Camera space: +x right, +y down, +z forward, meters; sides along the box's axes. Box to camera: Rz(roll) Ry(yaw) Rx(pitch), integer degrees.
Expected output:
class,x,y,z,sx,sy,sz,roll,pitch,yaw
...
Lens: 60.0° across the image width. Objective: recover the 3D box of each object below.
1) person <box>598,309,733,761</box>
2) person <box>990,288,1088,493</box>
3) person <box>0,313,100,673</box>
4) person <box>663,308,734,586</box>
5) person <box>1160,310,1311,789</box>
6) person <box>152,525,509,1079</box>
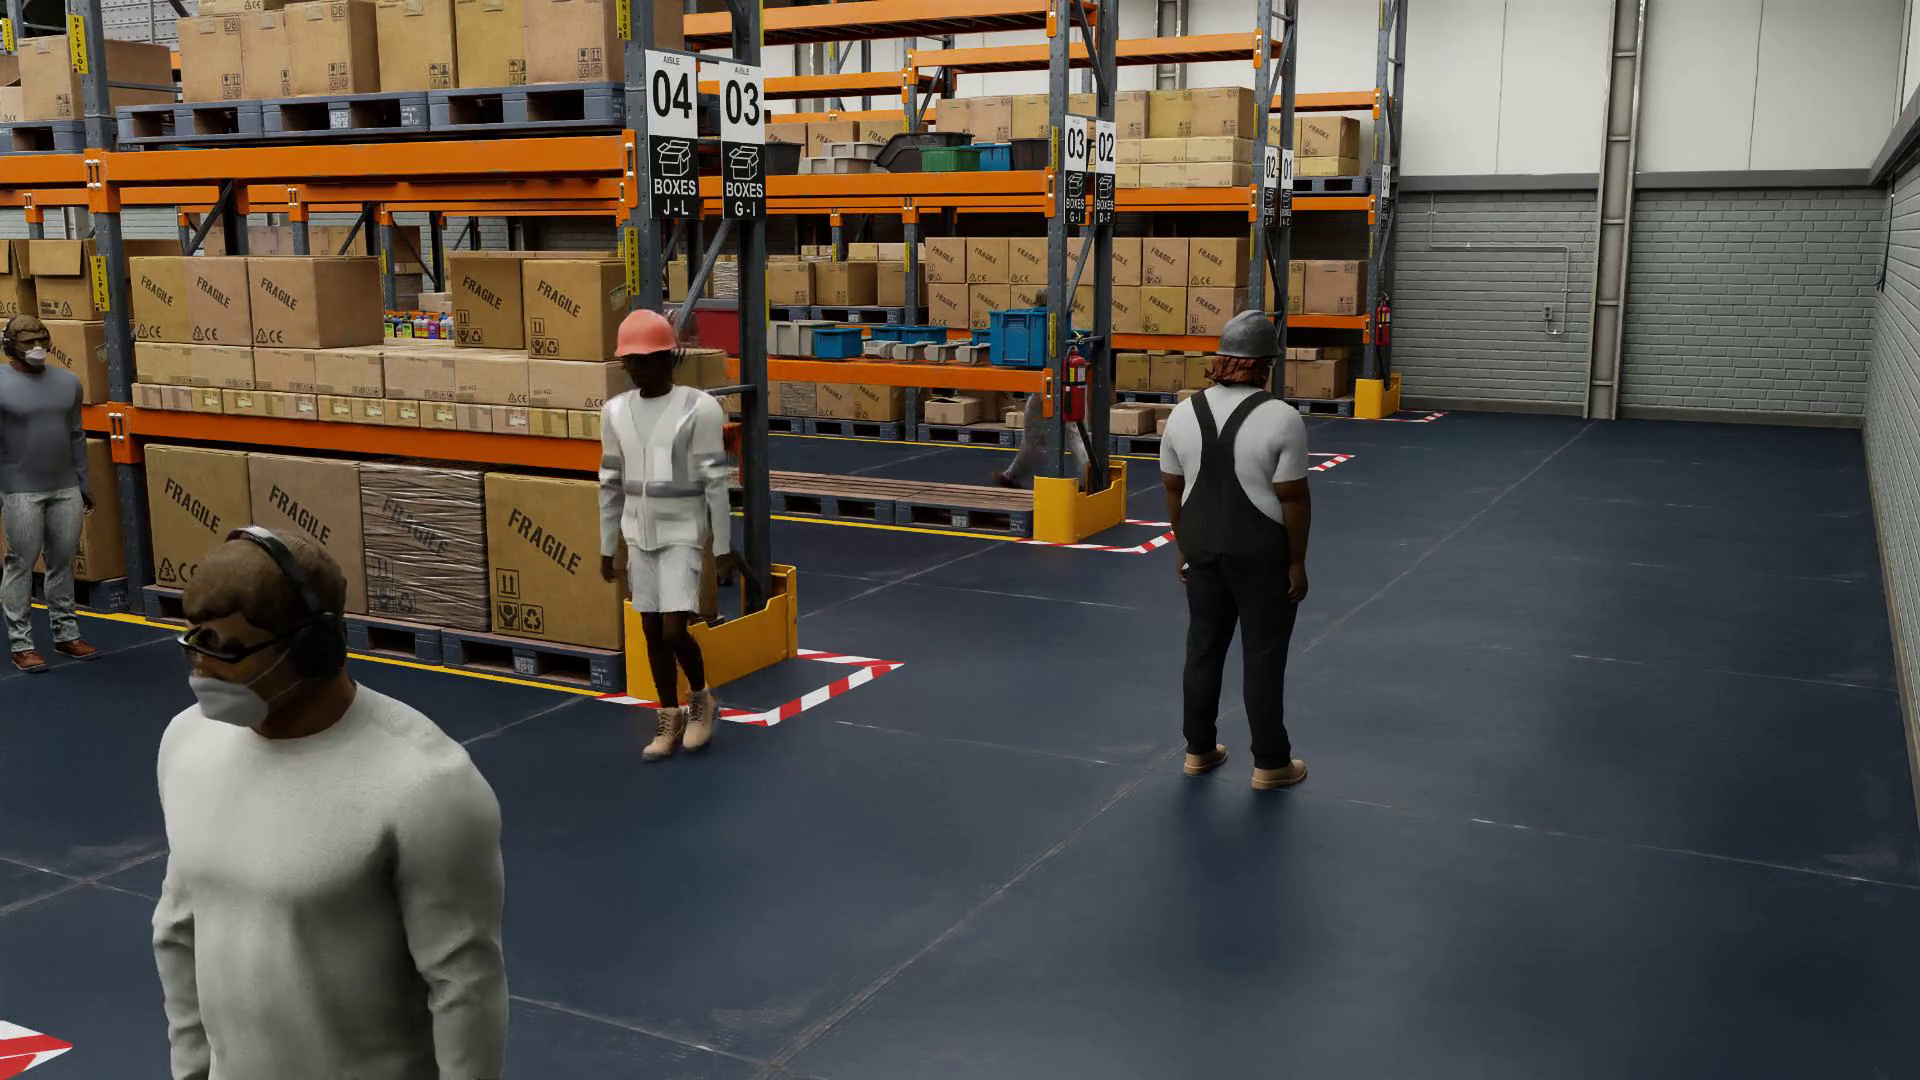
class,x,y,z,sx,sy,sz,roll,pitch,yaw
person,-1.335,-0.003,7.387,0.651,2.028,0.417,5,11,23
person,0.775,-1.318,14.973,1.082,1.877,0.639,8,13,39
person,-5.015,-0.262,9.050,0.352,1.937,0.635,5,12,27
person,-1.944,-0.618,11.203,0.974,1.859,0.659,5,12,27
person,1.232,0.033,7.163,0.674,2.000,0.536,9,13,39
person,-0.995,0.920,2.627,0.628,1.933,0.377,4,11,23
